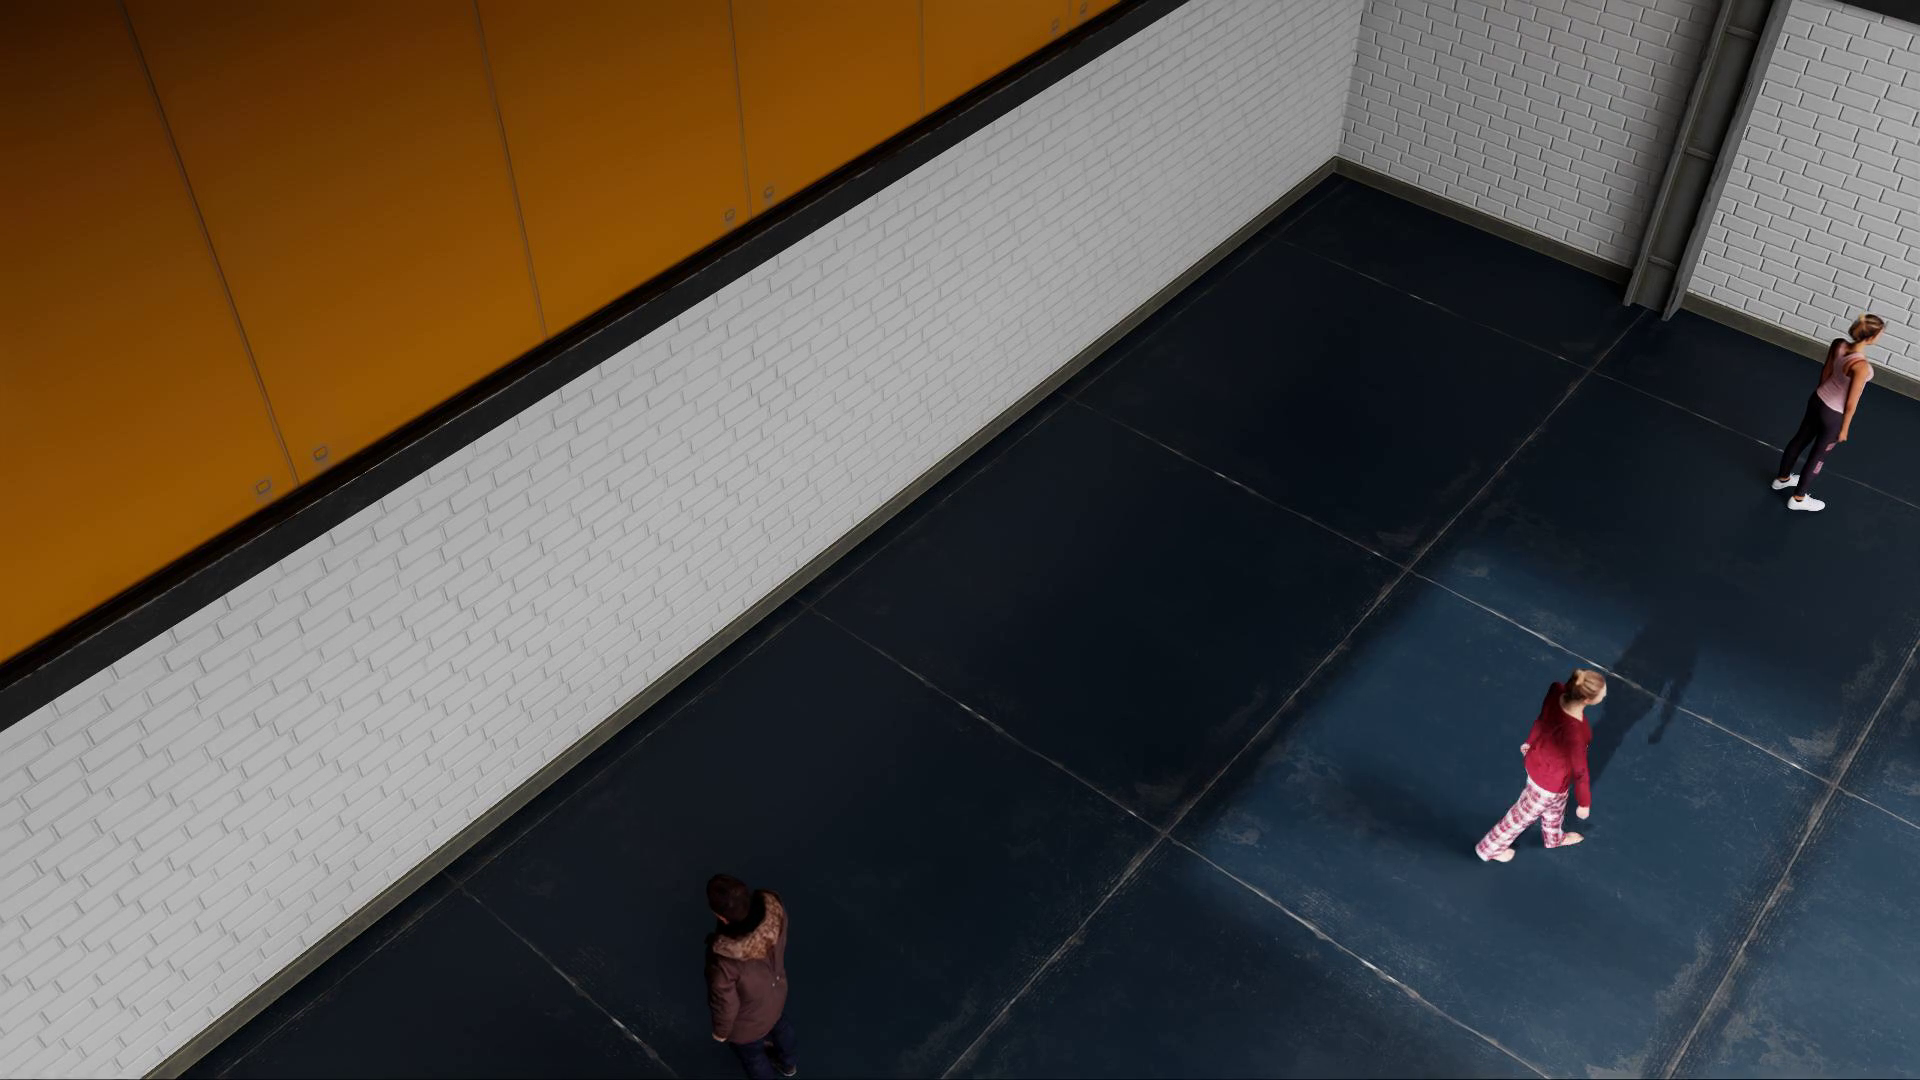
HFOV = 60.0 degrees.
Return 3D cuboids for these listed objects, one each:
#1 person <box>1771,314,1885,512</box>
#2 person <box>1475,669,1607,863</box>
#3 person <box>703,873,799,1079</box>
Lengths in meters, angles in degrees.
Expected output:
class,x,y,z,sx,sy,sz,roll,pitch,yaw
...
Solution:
class,x,y,z,sx,sy,sz,roll,pitch,yaw
person,6.163,-0.933,11.792,0.708,1.660,0.640,-6,44,-6
person,3.258,1.303,9.429,1.032,1.683,0.950,0,44,0
person,-1.043,2.264,8.302,0.783,1.844,0.834,16,46,16
